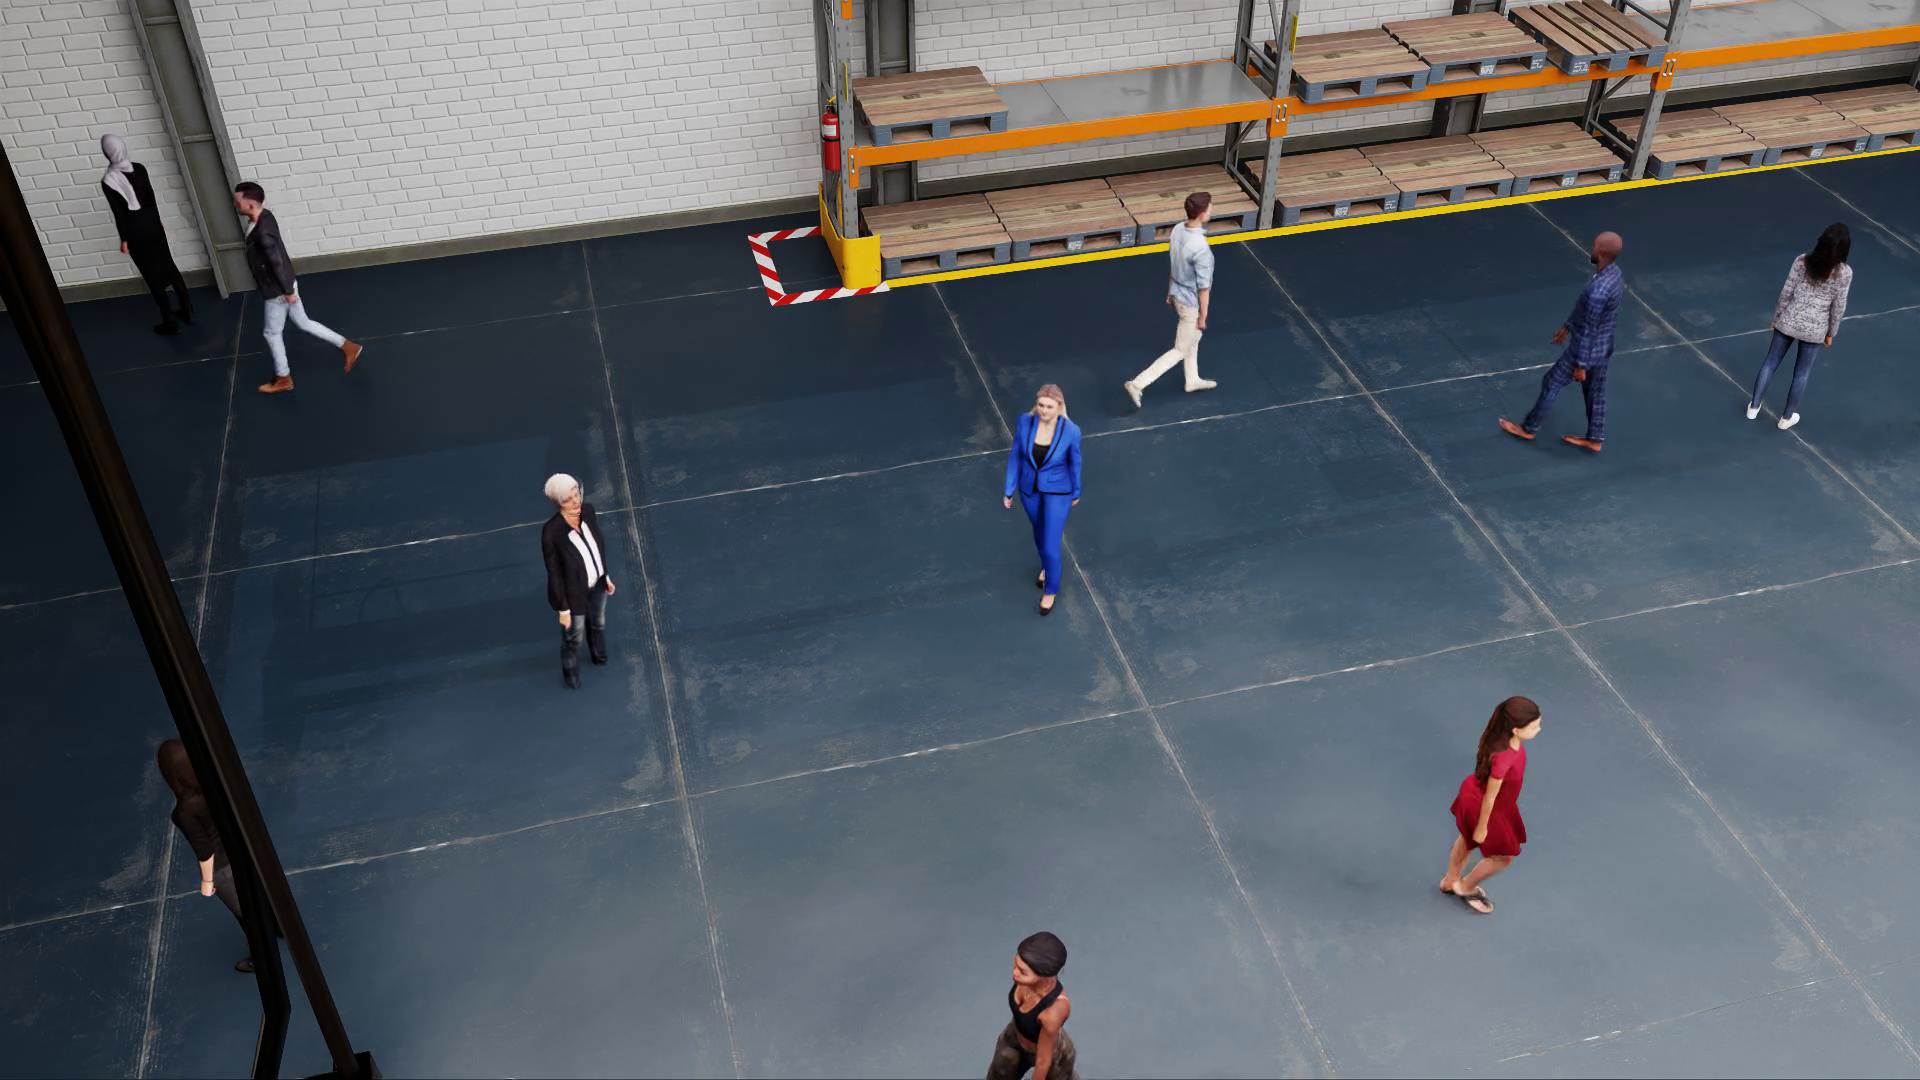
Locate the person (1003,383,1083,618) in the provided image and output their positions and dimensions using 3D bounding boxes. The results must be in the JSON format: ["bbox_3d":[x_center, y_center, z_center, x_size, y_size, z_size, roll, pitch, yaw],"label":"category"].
[{"bbox_3d":[0.602,-0.377,11.238,0.876,1.682,0.924,17,42,20],"label":"person"}]

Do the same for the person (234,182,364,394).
[{"bbox_3d":[-5.308,-2.014,13.189,1.080,1.805,0.658,-10,40,-13],"label":"person"}]

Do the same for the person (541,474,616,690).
[{"bbox_3d":[-2.414,0.347,10.574,0.808,1.782,0.830,22,44,26],"label":"person"}]

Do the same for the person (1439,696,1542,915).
[{"bbox_3d":[2.817,1.423,9.094,0.770,1.544,0.707,12,40,15],"label":"person"}]

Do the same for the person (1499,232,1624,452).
[{"bbox_3d":[4.815,-1.433,12.485,1.117,1.777,1.067,21,43,24],"label":"person"}]

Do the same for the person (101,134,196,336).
[{"bbox_3d":[-6.799,-2.542,13.873,0.721,1.778,0.688,15,41,18],"label":"person"}]

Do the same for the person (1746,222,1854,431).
[{"bbox_3d":[6.484,-1.659,12.804,0.692,1.732,0.717,26,46,29],"label":"person"}]

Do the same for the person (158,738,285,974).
[{"bbox_3d":[-3.843,1.643,8.741,0.627,1.641,0.638,5,39,6],"label":"person"}]

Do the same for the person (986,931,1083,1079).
[{"bbox_3d":[0.450,2.402,7.788,1.205,1.645,0.679,-13,41,-16],"label":"person"}]

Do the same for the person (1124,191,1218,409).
[{"bbox_3d":[1.686,-1.835,12.952,1.124,1.821,0.696,-12,40,-15],"label":"person"}]
